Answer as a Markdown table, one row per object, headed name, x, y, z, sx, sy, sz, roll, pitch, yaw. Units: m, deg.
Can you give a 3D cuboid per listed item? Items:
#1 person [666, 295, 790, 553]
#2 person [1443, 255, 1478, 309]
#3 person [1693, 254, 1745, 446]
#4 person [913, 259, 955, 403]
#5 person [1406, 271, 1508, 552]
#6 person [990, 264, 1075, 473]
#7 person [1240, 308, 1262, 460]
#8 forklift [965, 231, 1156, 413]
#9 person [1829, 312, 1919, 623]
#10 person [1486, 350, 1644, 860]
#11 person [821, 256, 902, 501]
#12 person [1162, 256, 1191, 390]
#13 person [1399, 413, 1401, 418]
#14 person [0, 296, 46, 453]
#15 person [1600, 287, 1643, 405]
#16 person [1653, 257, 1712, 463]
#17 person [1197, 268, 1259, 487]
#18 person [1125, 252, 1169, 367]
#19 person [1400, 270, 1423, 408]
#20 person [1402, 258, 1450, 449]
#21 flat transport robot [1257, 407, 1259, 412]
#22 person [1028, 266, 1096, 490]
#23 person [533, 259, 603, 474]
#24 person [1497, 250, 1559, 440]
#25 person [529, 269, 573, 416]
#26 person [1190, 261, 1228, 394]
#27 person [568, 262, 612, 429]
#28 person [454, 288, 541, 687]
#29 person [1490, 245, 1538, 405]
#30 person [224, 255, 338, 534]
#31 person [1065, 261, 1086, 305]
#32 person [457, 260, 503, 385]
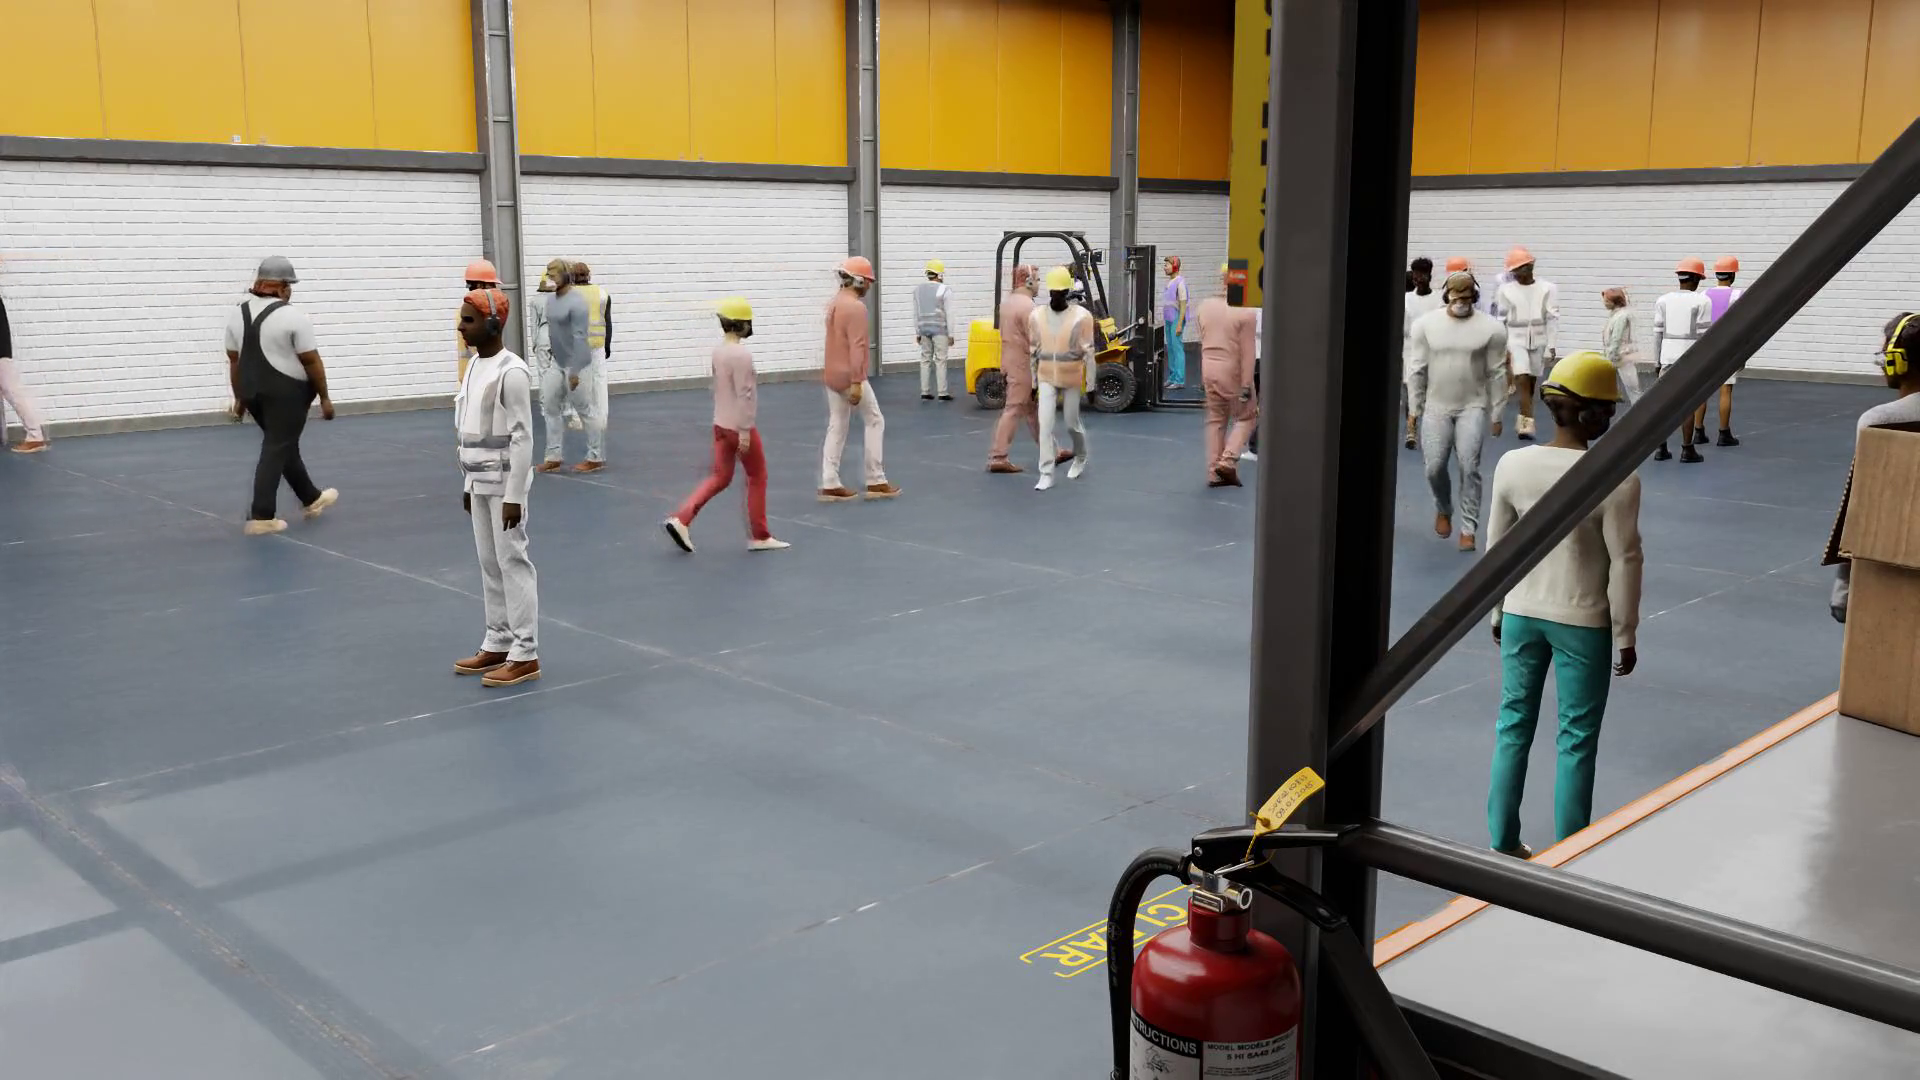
| name | x | y | z | sx | sy | sz | roll | pitch | yaw |
| --- | --- | --- | --- | --- | --- | --- | --- | --- | --- |
| person | -1.566 | -0.761 | 11.122 | 0.779 | 1.742 | 0.527 | -6 | 12 | -31 |
| person | 5.941 | -2.441 | 19.867 | 0.651 | 1.887 | 0.632 | 1 | 10 | 6 |
| person | 7.726 | -1.923 | 16.901 | 0.354 | 1.942 | 0.545 | -9 | 14 | -42 |
| person | -0.311 | -2.673 | 21.287 | 0.600 | 1.829 | 0.404 | 7 | 12 | 33 |
| person | 3.366 | -0.868 | 11.283 | 0.663 | 1.895 | 0.488 | 4 | 11 | 19 |
| person | 0.682 | -1.537 | 15.013 | 0.935 | 1.865 | 0.653 | -2 | 11 | -11 |
| person | 2.777 | -1.697 | 15.826 | 0.637 | 1.880 | 0.480 | -3 | 11 | -14 |
| forklift | 1.222 | -2.721 | 20.561 | 2.313 | 2.155 | 1.214 | 2 | 11 | 13 |
| person | 3.388 | 0.117 | 6.005 | 0.513 | 1.862 | 0.327 | -3 | 11 | -14 |
| person | 1.980 | 0.264 | 5.458 | 0.324 | 1.765 | 0.533 | -8 | 13 | -39 |
| person | -0.811 | -1.288 | 13.408 | 0.789 | 1.949 | 0.642 | -6 | 12 | -30 |
| person | 2.991 | -3.007 | 23.074 | 0.374 | 1.843 | 0.566 | -2 | 11 | -11 |
| person | 4.906 | -2.309 | 19.383 | 0.690 | 1.810 | 0.618 | 0 | 10 | -1 |
| person | -9.451 | -1.775 | 16.094 | 1.012 | 1.937 | 0.644 | -10 | 14 | -44 |
| person | 6.944 | -1.869 | 17.573 | 0.897 | 1.582 | 0.525 | 1 | 10 | 3 |
| person | 6.814 | -1.691 | 15.676 | 0.374 | 1.928 | 0.542 | -9 | 14 | -41 |
| person | 2.289 | -1.369 | 14.060 | 0.424 | 1.880 | 0.645 | -9 | 13 | -39 |
| person | 2.943 | -3.698 | 26.703 | 0.982 | 1.912 | 0.612 | -8 | 13 | -37 |
| person | 5.542 | -2.484 | 20.618 | 0.317 | 1.700 | 0.537 | -8 | 13 | -36 |
| person | 4.682 | -1.881 | 16.802 | 0.617 | 1.907 | 1.044 | 3 | 11 | 17 |
| flat transport robot | 4.034 | -1.635 | 19.888 | 0.652 | 0.197 | 1.431 | 7 | 13 | 35 |
| person | 0.900 | -1.397 | 14.220 | 0.593 | 1.887 | 0.889 | 4 | 11 | 20 |
| person | -3.530 | -1.519 | 14.748 | 0.789 | 1.917 | 0.672 | -9 | 14 | -41 |
| person | 5.948 | -2.039 | 17.456 | 0.602 | 1.963 | 0.930 | 2 | 11 | 9 |
| person | -4.840 | -2.343 | 19.731 | 0.492 | 1.742 | 0.321 | -1 | 10 | -6 |
| person | 3.523 | -2.803 | 22.128 | 0.919 | 1.776 | 0.628 | 1 | 10 | 7 |
| person | -4.154 | -2.145 | 18.401 | 0.619 | 1.838 | 0.430 | -6 | 12 | -31 |
| person | -2.223 | -0.249 | 7.937 | 0.355 | 1.883 | 0.575 | -8 | 13 | -39 |
| person | 6.978 | -2.704 | 20.950 | 0.658 | 2.016 | 0.649 | -9 | 14 | -42 |
| person | -4.908 | -1.101 | 12.145 | 0.691 | 2.000 | 1.044 | 5 | 11 | 25 |
| person | 1.461 | -2.808 | 22.128 | 0.902 | 1.806 | 0.604 | -4 | 11 | -23 |
| person | -3.836 | -1.278 | 13.404 | 0.377 | 1.932 | 0.552 | -6 | 12 | -28 |
